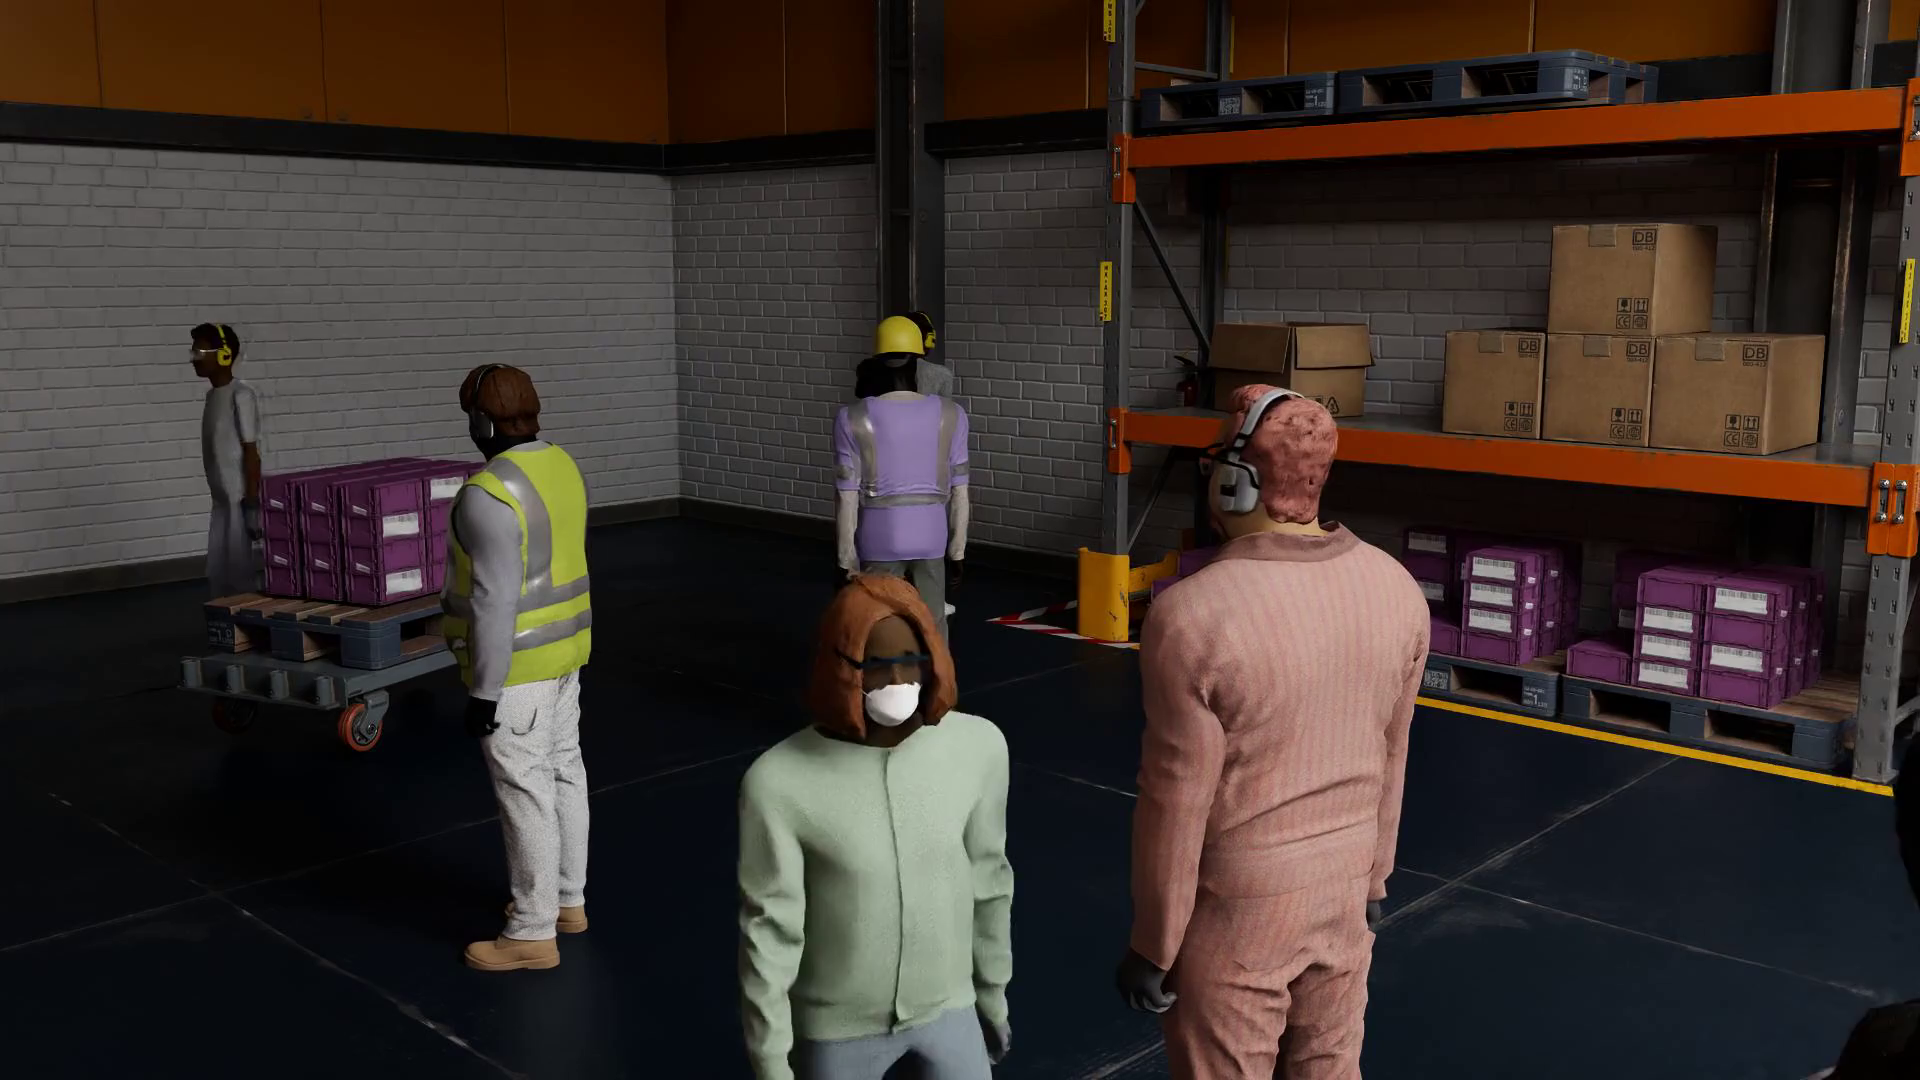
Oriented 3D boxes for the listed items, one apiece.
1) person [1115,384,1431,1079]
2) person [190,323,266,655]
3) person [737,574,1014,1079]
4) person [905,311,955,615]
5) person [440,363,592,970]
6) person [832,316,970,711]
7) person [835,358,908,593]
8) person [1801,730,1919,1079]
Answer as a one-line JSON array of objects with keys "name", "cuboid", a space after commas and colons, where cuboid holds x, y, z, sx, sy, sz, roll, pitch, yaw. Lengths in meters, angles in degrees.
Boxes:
[{"name": "person", "cuboid": [0.555, 0.666, 3.126, 0.642, 1.913, 0.409, -6, 11, -34]}, {"name": "person", "cuboid": [-3.715, -0.207, 8.670, 0.675, 1.853, 0.524, -9, 13, -43]}, {"name": "person", "cuboid": [-0.097, 0.869, 2.777, 0.517, 1.612, 0.625, -4, 10, -21]}, {"name": "person", "cuboid": [-0.265, -0.449, 10.102, 0.539, 1.866, 0.313, 2, 10, 13]}, {"name": "person", "cuboid": [-1.349, 0.386, 5.070, 0.430, 1.841, 0.624, 2, 9, 10]}, {"name": "person", "cuboid": [-0.253, 0.025, 7.013, 0.590, 1.923, 0.383, -3, 10, -16]}, {"name": "person", "cuboid": [-0.466, -0.078, 8.382, 0.606, 1.680, 0.542, 5, 11, 30]}, {"name": "person", "cuboid": [0.624, 0.991, 1.287, 0.614, 1.880, 0.954, -6, 11, -32]}]
